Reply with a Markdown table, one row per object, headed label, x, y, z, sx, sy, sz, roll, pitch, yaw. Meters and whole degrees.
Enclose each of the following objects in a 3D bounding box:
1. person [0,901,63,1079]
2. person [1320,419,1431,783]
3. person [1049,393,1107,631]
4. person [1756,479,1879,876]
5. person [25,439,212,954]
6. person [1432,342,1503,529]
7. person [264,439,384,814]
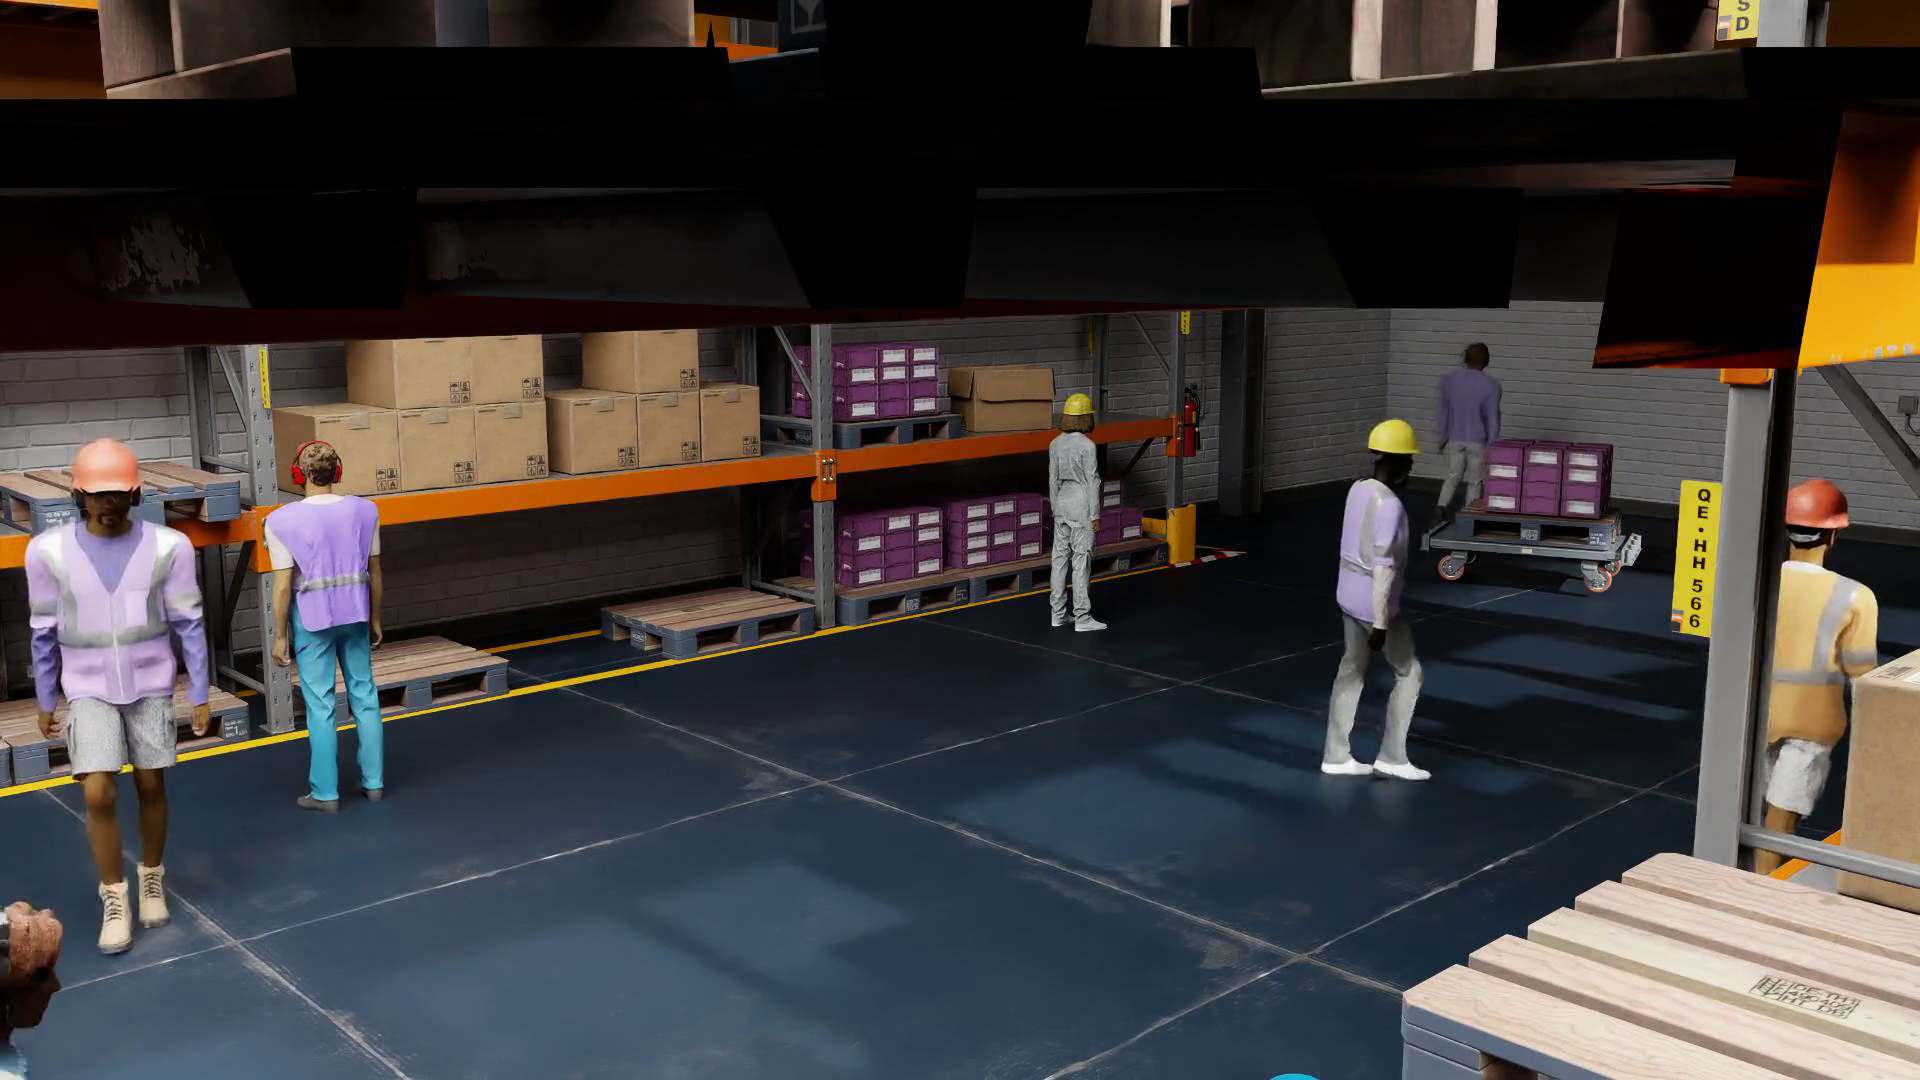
| label | x | y | z | sx | sy | sz | roll | pitch | yaw |
| --- | --- | --- | --- | --- | --- | --- | --- | --- | --- |
| person | -1.790 | 1.444 | 2.996 | 0.522 | 1.597 | 0.859 | 9 | 13 | 43 |
| person | 2.218 | 0.325 | 8.652 | 0.685 | 1.904 | 0.602 | -2 | 10 | -10 |
| person | 0.860 | -0.205 | 12.209 | 0.295 | 1.744 | 0.484 | -8 | 13 | -40 |
| person | 3.241 | 0.706 | 6.480 | 1.007 | 1.888 | 0.557 | -9 | 13 | -42 |
| person | -3.306 | 0.616 | 6.573 | 0.637 | 2.020 | 0.719 | -5 | 11 | -27 |
| person | 4.876 | -0.944 | 16.014 | 0.651 | 1.925 | 0.604 | 9 | 13 | 43 |
| person | -3.100 | 0.430 | 8.186 | 0.395 | 1.847 | 0.564 | 9 | 13 | 44 |
